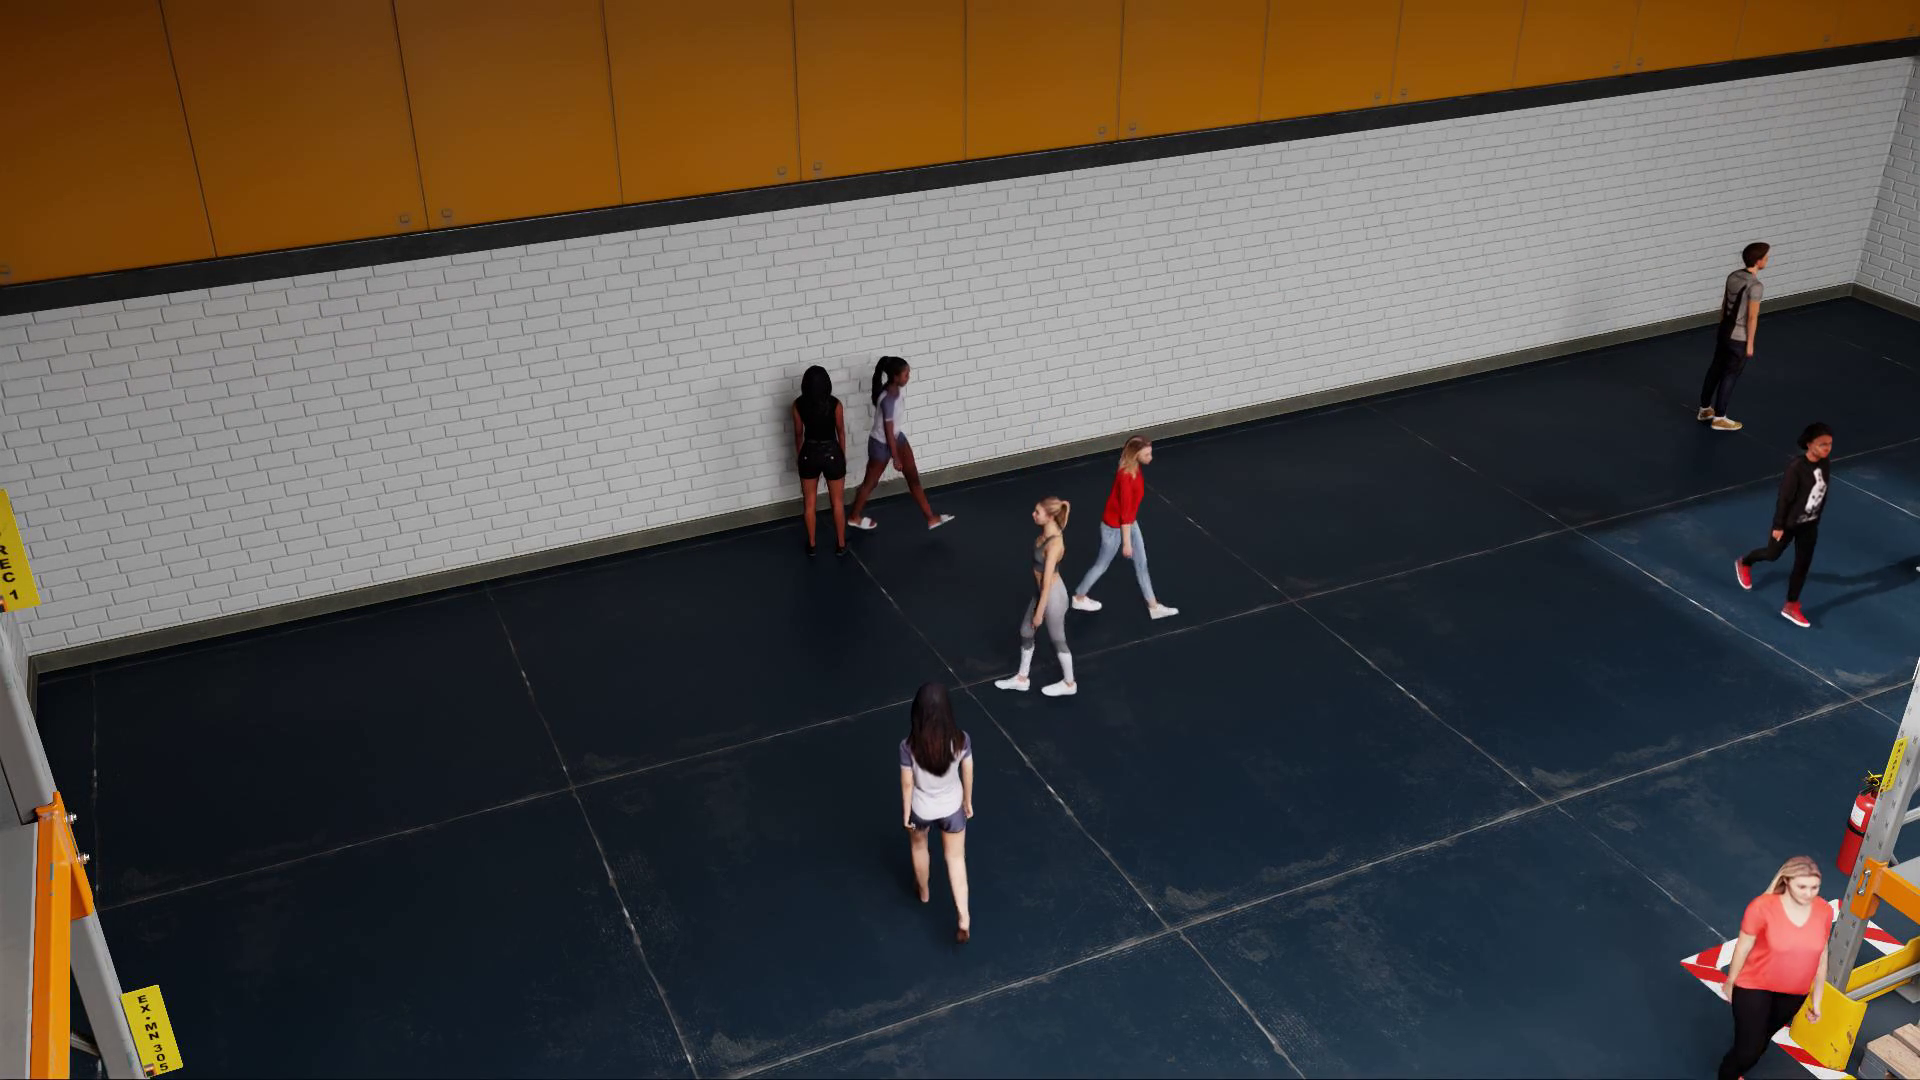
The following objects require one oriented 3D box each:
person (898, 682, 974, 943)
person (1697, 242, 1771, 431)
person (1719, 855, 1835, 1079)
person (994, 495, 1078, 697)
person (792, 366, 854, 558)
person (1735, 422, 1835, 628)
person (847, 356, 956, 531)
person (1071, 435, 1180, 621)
[{"bbox_3d":[-0.132,1.635,9.915,0.737,1.685,1.061,-7,29,-12],"label":"person"},{"bbox_3d":[7.645,-2.023,16.406,0.769,1.892,0.573,-5,29,-9],"label":"person"},{"bbox_3d":[4.204,2.289,8.718,0.708,1.682,0.754,-2,29,-4],"label":"person"},{"bbox_3d":[0.741,0.432,12.124,0.837,1.682,0.878,-3,29,-5],"label":"person"},{"bbox_3d":[-1.176,-0.667,14.077,0.683,1.740,0.686,2,29,4],"label":"person"},{"bbox_3d":[6.619,-0.183,13.290,0.709,1.645,1.106,-8,30,-14],"label":"person"},{"bbox_3d":[-0.720,-0.788,14.362,1.207,1.679,1.232,4,29,8],"label":"person"},{"bbox_3d":[1.184,-0.088,13.128,1.173,1.633,1.144,6,29,11],"label":"person"}]
